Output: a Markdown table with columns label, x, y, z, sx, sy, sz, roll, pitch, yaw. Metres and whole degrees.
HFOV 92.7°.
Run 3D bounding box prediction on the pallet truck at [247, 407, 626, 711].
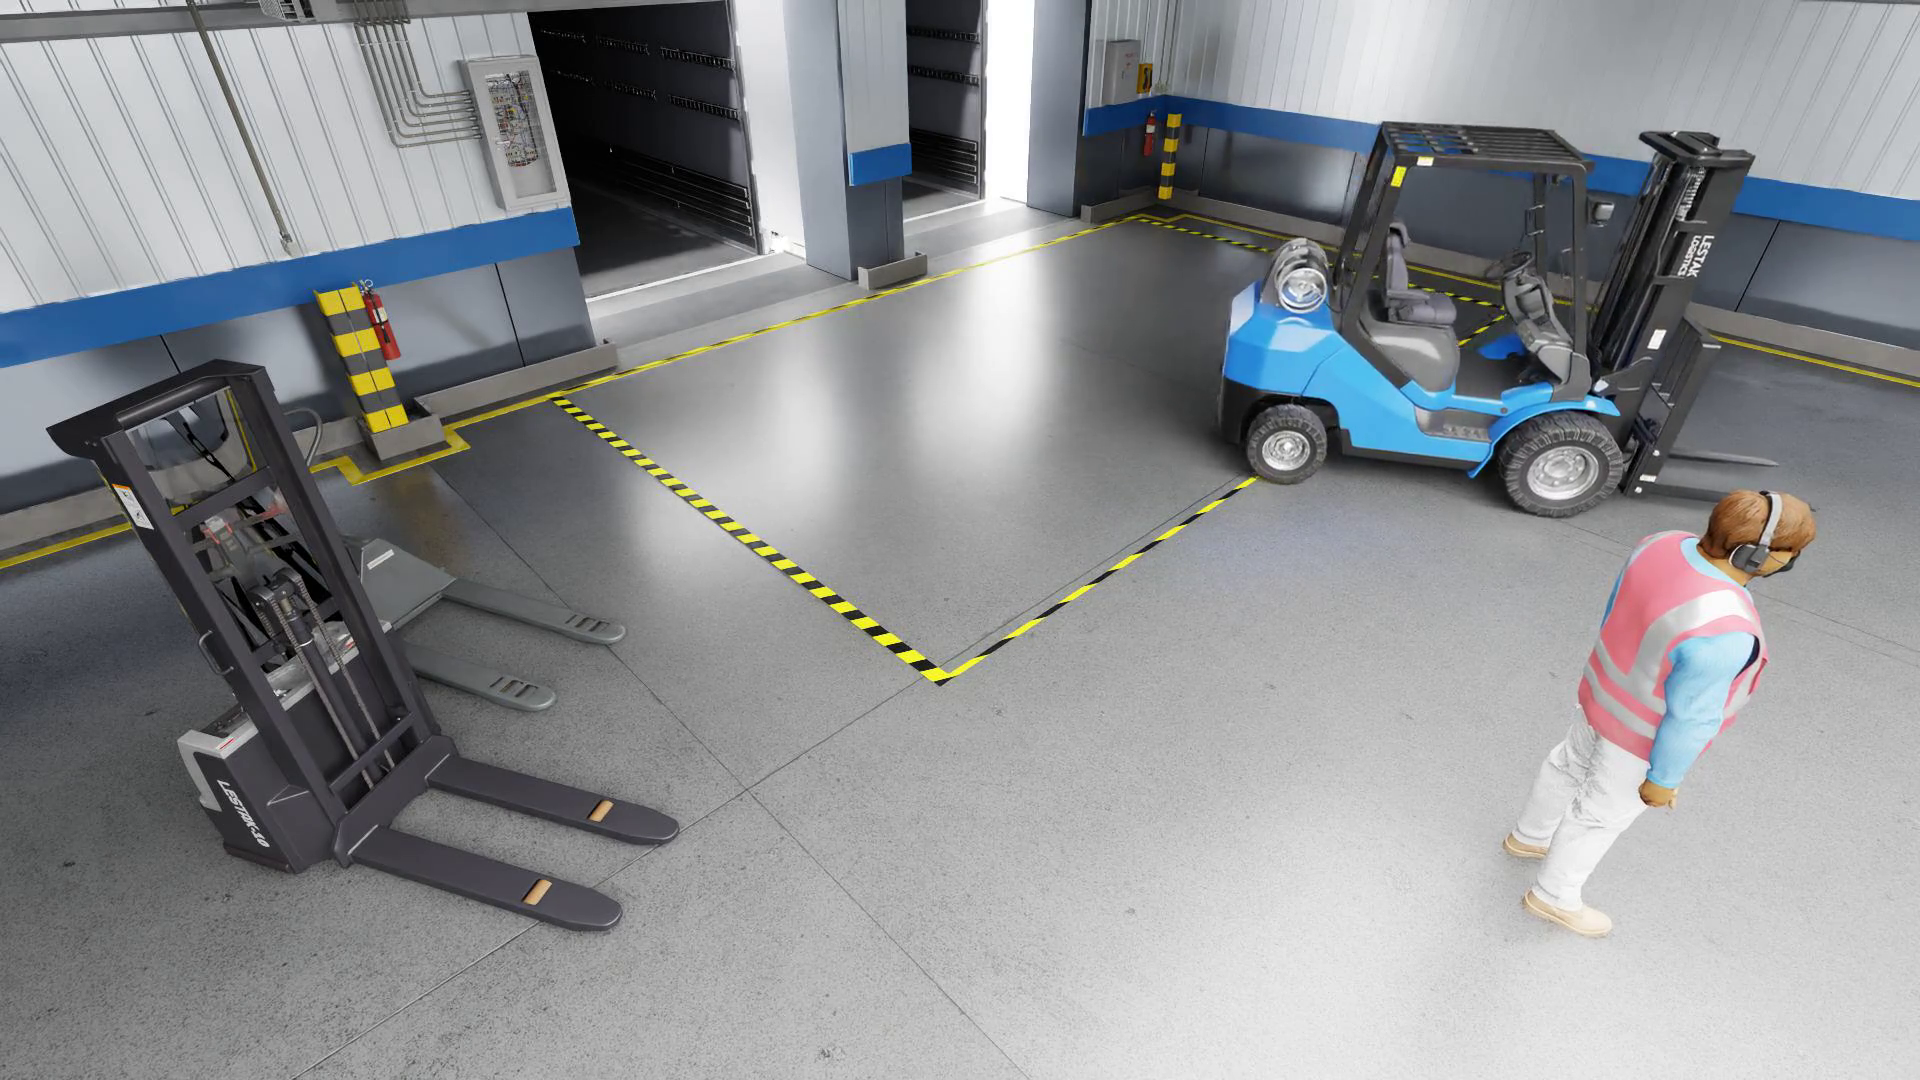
| label | x | y | z | sx | sy | sz | roll | pitch | yaw |
| --- | --- | --- | --- | --- | --- | --- | --- | --- | --- |
| pallet truck | -2.628 | 0.038 | 4.590 | 1.601 | 1.201 | 0.680 | 12 | 36 | 18 |

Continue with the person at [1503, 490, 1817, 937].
| label | x | y | z | sx | sy | sz | roll | pitch | yaw |
| --- | --- | --- | --- | --- | --- | --- | --- | --- | --- |
| person | 2.379 | 0.625 | 3.192 | 0.429 | 1.841 | 0.635 | 8 | 35 | 12 |

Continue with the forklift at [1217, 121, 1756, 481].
| label | x | y | z | sx | sy | sz | roll | pitch | yaw |
| --- | --- | --- | --- | --- | --- | --- | --- | --- | --- |
| forklift | 3.186 | -1.570 | 5.967 | 2.680 | 2.036 | 1.157 | 9 | 35 | 13 |

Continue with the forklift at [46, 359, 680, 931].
| label | x | y | z | sx | sy | sz | roll | pitch | yaw |
| --- | --- | --- | --- | --- | --- | --- | --- | --- | --- |
| forklift | -2.135 | 0.422 | 3.354 | 1.885 | 1.965 | 0.823 | 10 | 35 | 14 |
